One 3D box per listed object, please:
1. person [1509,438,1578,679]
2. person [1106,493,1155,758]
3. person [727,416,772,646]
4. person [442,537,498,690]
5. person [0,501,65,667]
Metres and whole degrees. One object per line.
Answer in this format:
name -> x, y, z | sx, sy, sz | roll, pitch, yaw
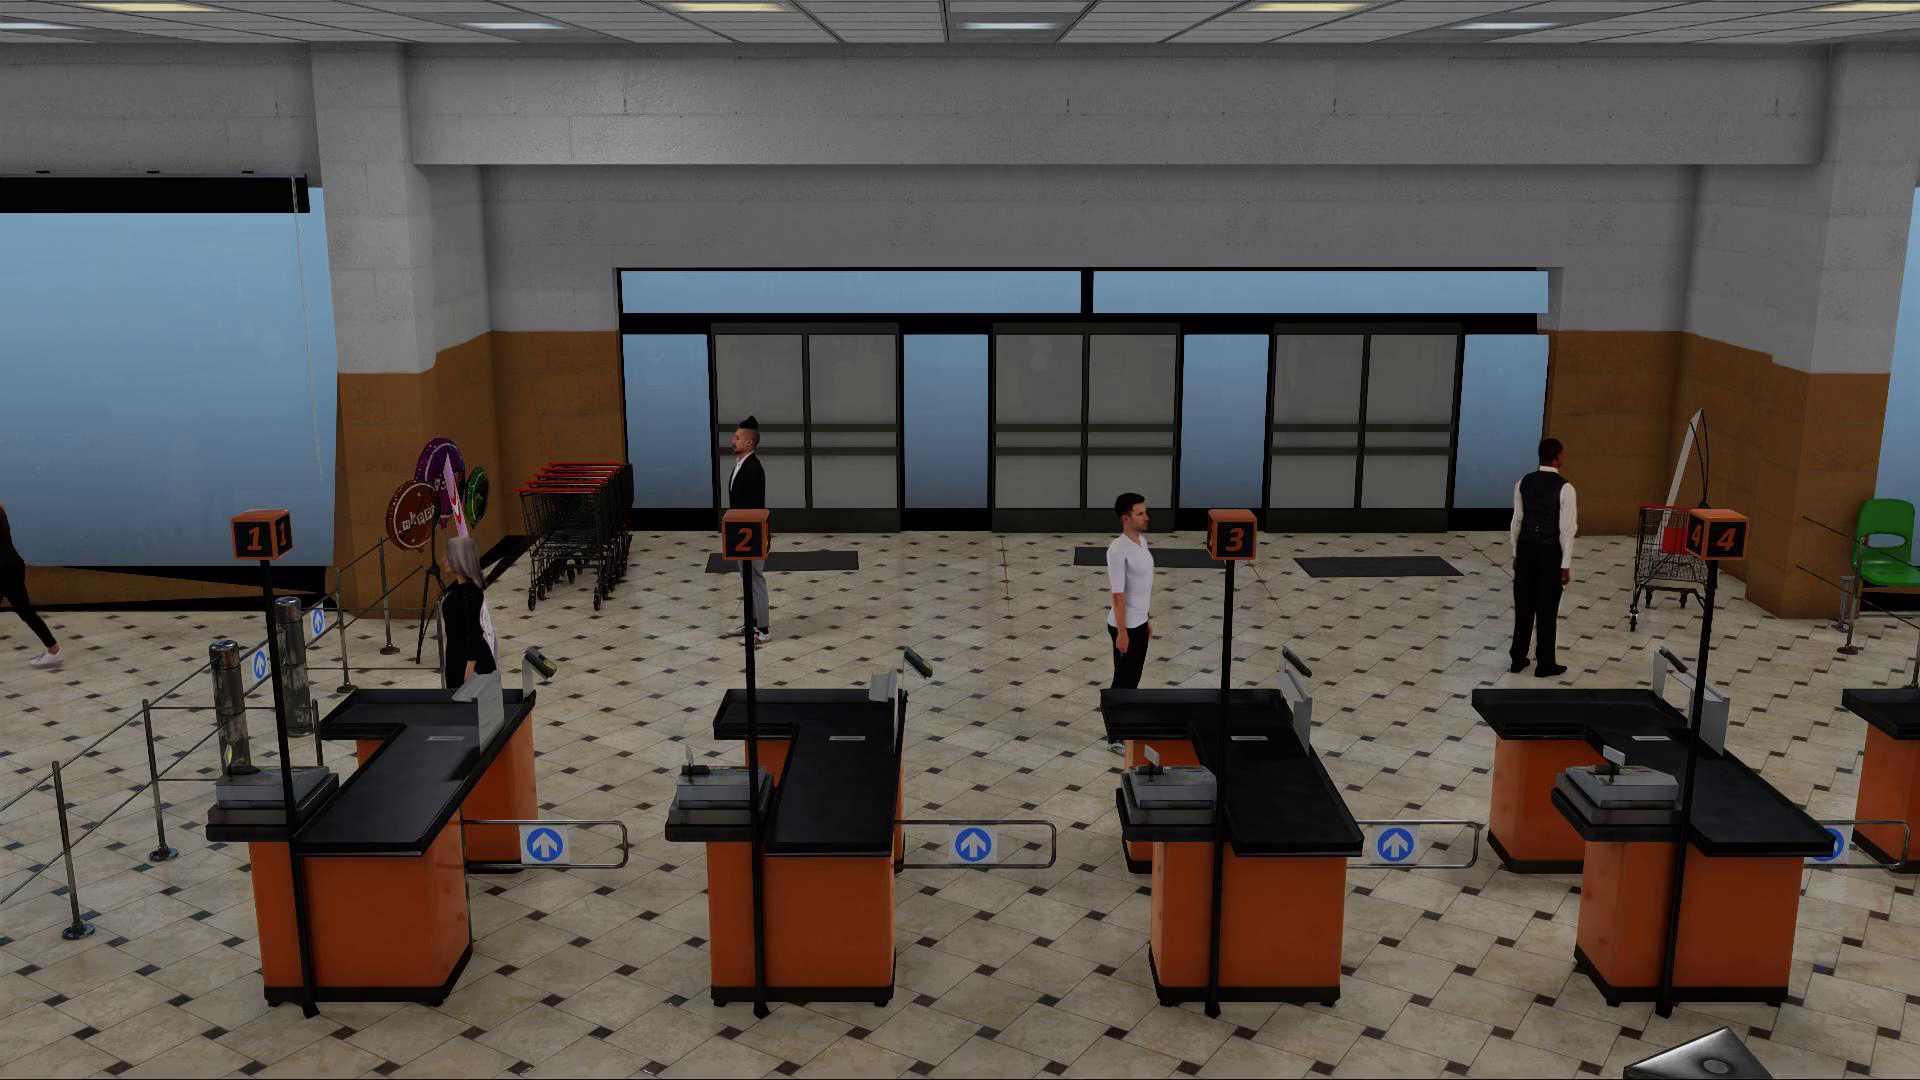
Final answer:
person -> 4.654, 0.131, 13.333 | 0.832, 1.918, 0.759 | -12, 18, -40
person -> 1.183, 0.574, 11.647 | 0.816, 1.851, 0.681 | 7, 15, 27
person -> -1.789, -0.091, 14.180 | 0.853, 1.950, 0.690 | -6, 15, -23
person -> -3.198, 0.824, 10.840 | 0.739, 1.746, 0.624 | -6, 15, -22
person -> -7.568, 0.265, 13.343 | 1.049, 1.653, 1.069 | -7, 15, -28
